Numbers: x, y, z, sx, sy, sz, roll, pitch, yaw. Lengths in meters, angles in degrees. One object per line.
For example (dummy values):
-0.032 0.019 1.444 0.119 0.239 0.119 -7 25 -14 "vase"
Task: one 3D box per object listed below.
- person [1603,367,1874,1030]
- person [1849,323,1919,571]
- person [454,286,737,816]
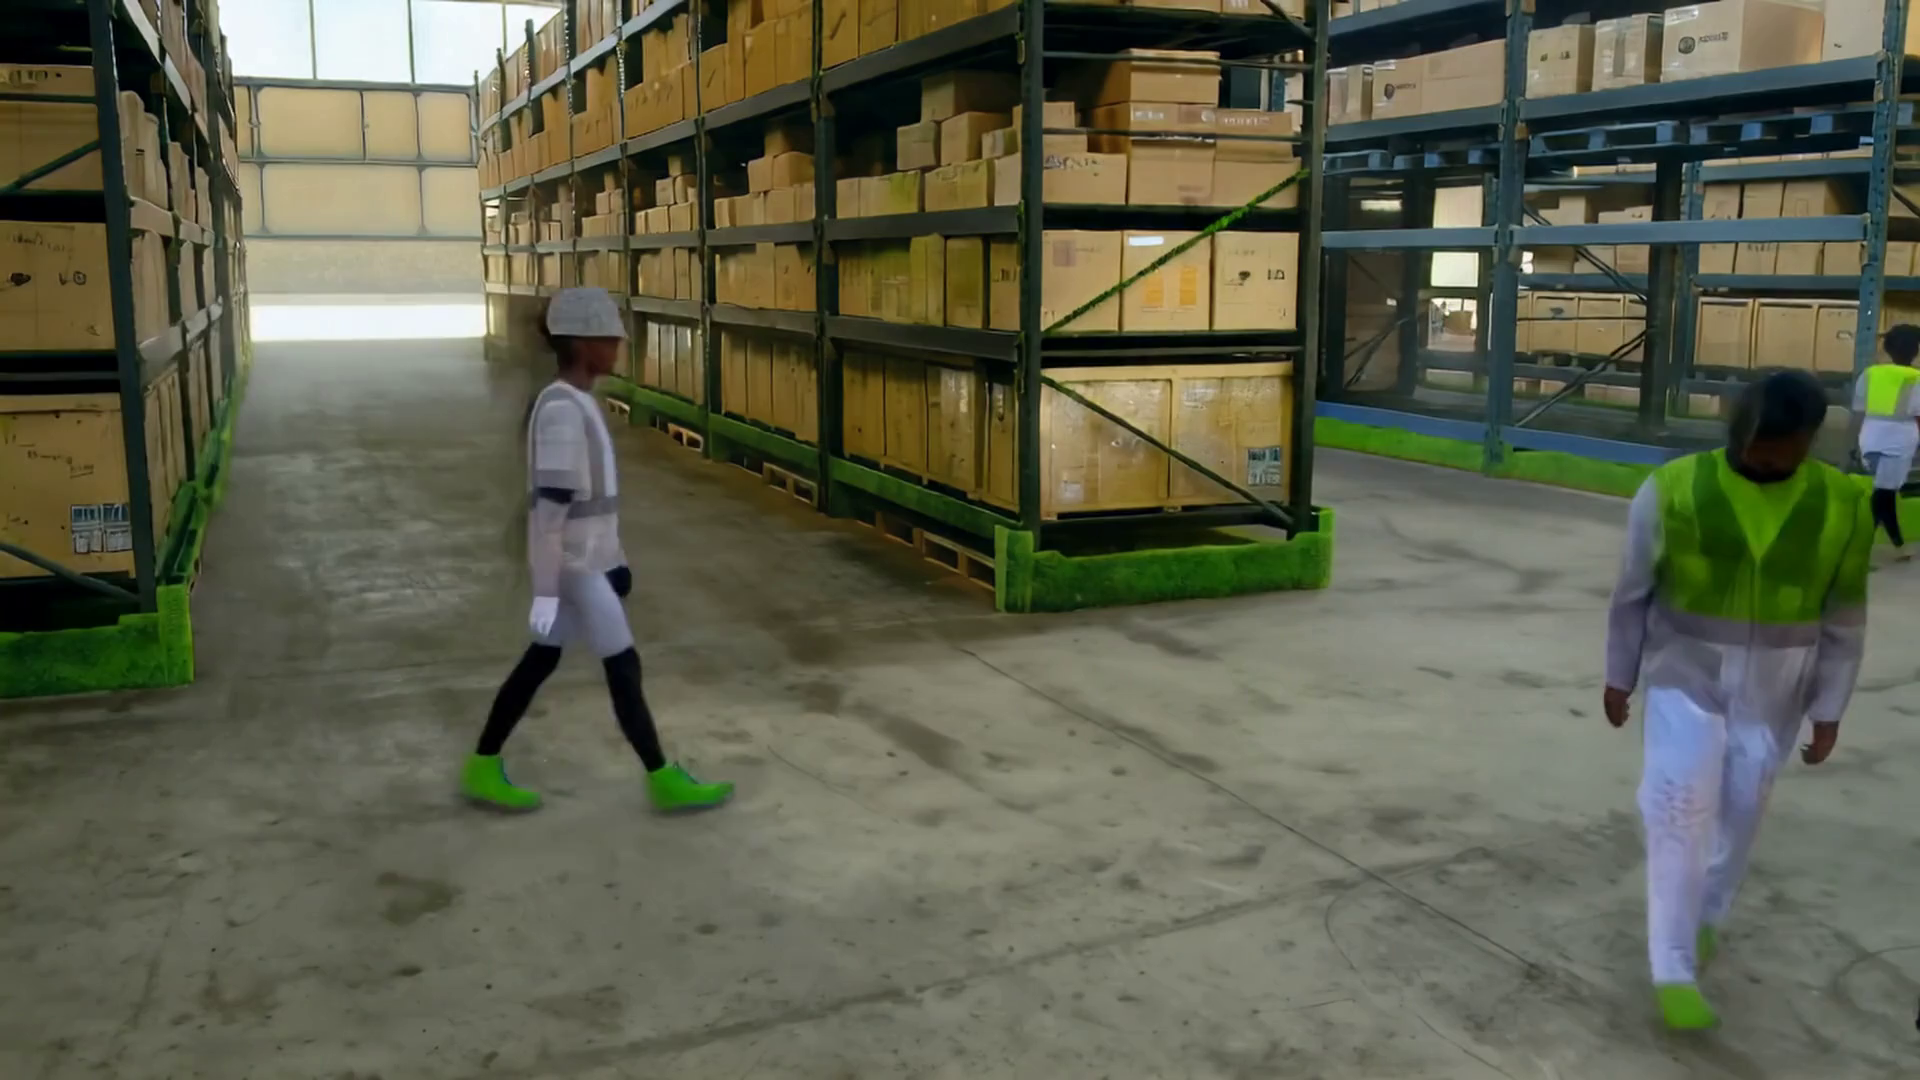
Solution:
2.141 0.421 4.599 0.648 1.789 0.899 3 10 15 "person"
6.340 -0.616 11.180 0.837 1.652 0.546 -3 10 -20 "person"
-1.418 0.066 6.143 1.055 1.993 0.647 -2 10 -10 "person"
